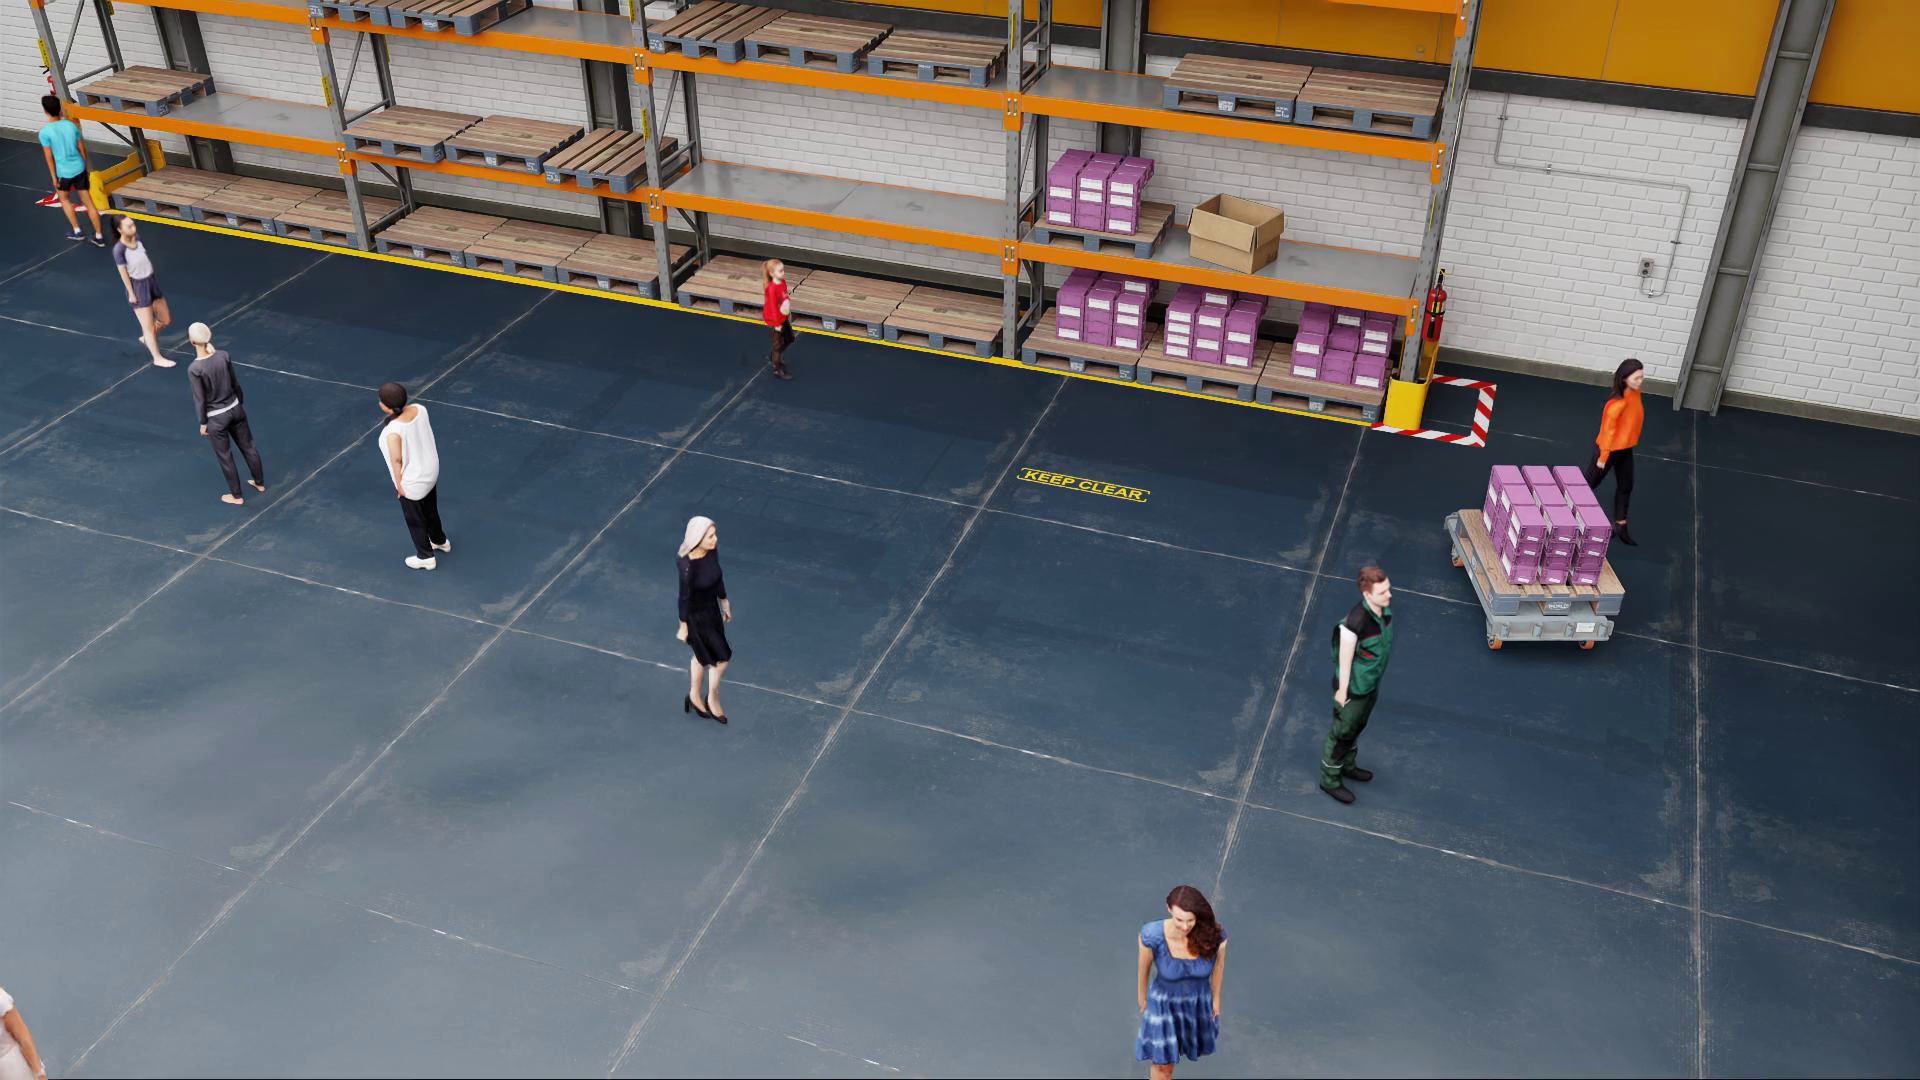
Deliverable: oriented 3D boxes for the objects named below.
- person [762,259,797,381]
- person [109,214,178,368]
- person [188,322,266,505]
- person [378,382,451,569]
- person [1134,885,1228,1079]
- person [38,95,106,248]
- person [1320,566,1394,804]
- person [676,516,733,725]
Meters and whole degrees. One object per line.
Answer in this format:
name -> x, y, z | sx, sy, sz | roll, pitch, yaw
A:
person -> -1.869, -2.218, 16.622 | 0.550, 1.276, 0.489 | 13, 36, 18
person -> -8.298, -2.505, 16.725 | 0.690, 1.640, 0.631 | 8, 34, 11
person -> -6.464, -1.126, 14.572 | 0.589, 1.726, 0.649 | 20, 38, 27
person -> -4.535, -0.561, 13.760 | 0.593, 1.685, 0.640 | 11, 35, 16
person -> 1.182, 2.508, 9.052 | 1.009, 1.786, 0.953 | -2, 34, -3
person -> -10.208, -4.215, 19.193 | 0.905, 1.755, 0.795 | 24, 40, 31
person -> 2.715, 0.951, 11.343 | 0.684, 1.842, 0.705 | 23, 40, 31
person -> -1.947, 0.563, 12.024 | 0.689, 1.734, 0.601 | 13, 36, 18
